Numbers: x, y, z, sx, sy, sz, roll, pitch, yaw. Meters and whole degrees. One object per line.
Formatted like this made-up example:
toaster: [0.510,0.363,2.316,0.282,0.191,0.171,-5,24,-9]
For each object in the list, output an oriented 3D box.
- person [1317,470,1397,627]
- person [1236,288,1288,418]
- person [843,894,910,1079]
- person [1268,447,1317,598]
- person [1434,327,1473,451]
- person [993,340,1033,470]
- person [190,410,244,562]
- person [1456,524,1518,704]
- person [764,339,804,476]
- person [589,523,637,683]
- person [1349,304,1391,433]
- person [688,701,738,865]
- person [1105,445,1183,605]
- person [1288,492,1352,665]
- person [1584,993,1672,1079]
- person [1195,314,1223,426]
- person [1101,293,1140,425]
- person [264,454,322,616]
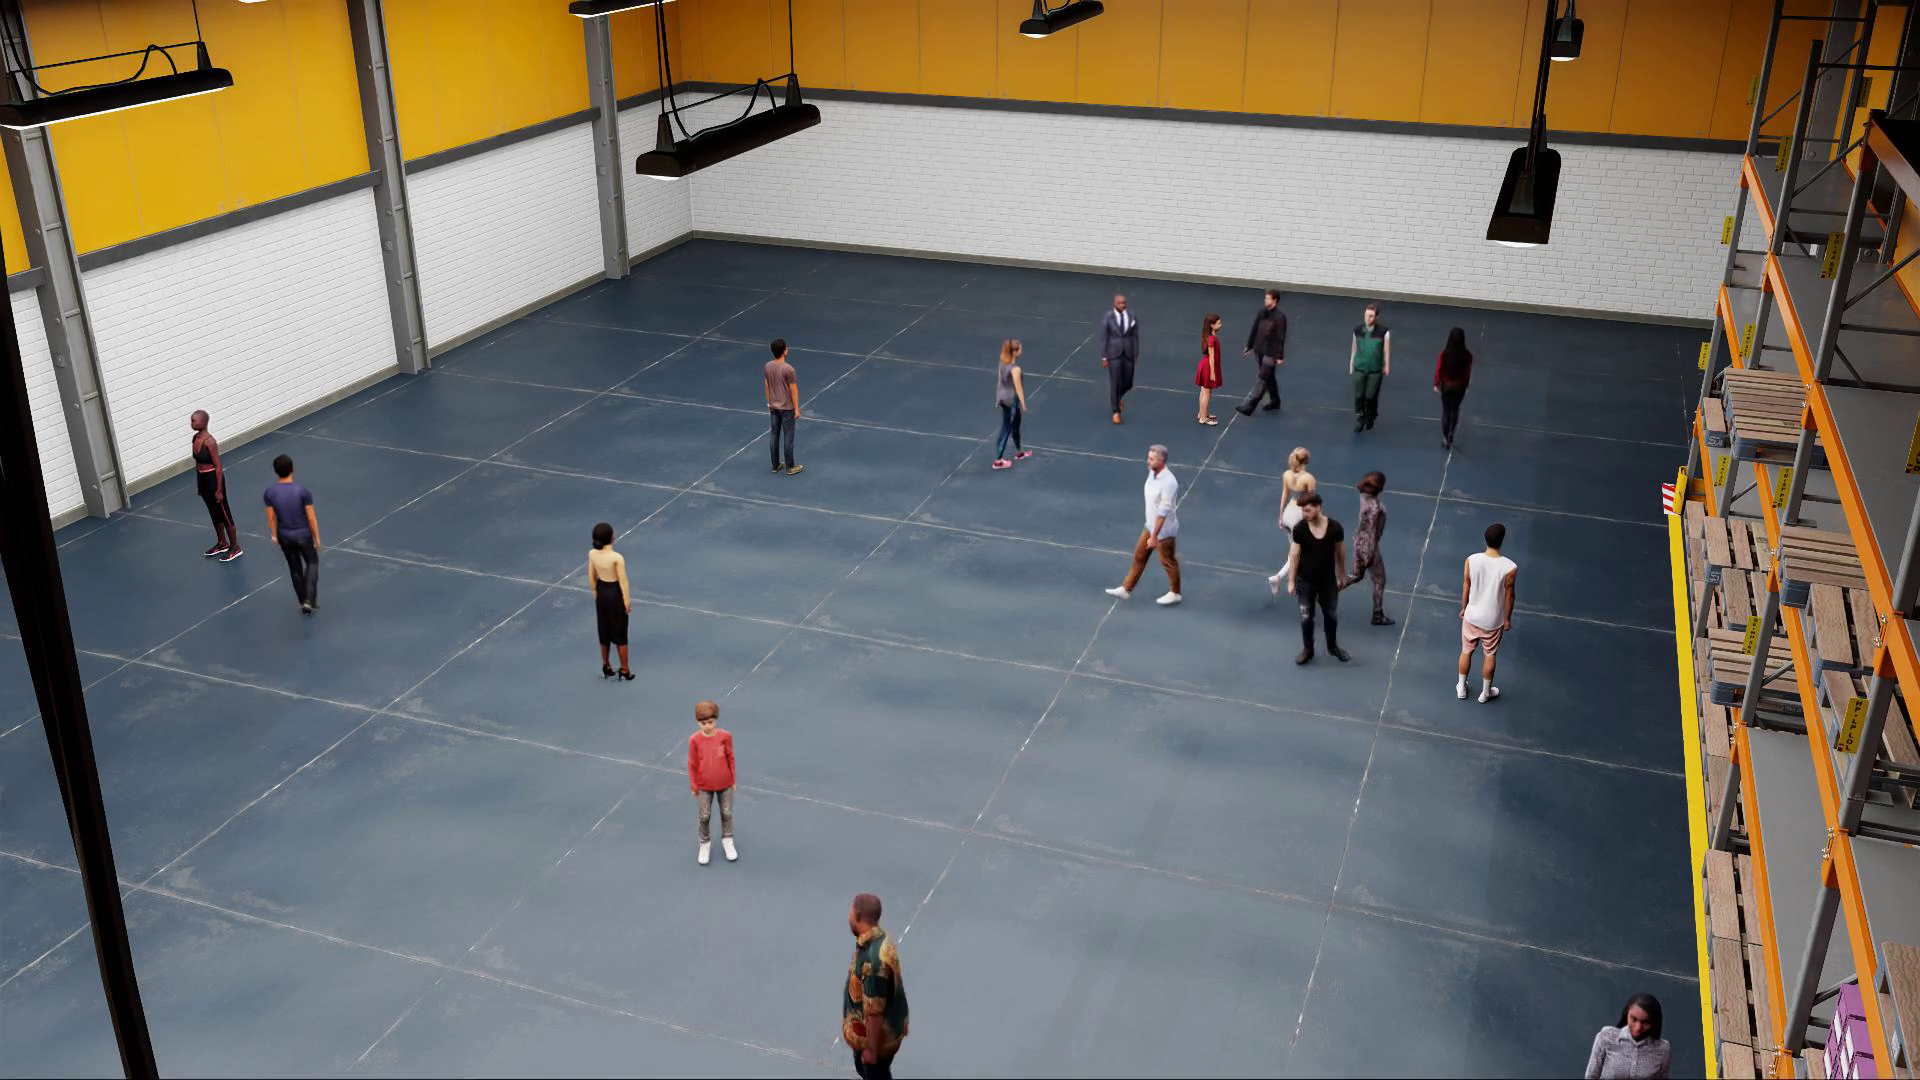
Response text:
person: [4.134,0.086,17.225,0.901,1.692,1.064,0,24,1]
person: [4.372,-2.620,23.281,1.218,1.799,1.156,-11,26,-23]
person: [-0.528,3.047,10.342,0.897,1.780,0.803,-13,27,-27]
person: [3.555,-0.166,17.807,1.013,1.688,0.844,-19,30,-37]
person: [6.538,-1.971,21.996,0.659,1.640,0.672,2,24,4]
person: [0.562,-1.723,21.350,0.982,1.702,0.901,-13,27,-27]
person: [-8.437,-0.635,18.793,0.644,1.758,0.612,16,28,32]
person: [4.954,0.694,15.713,0.674,1.789,0.626,13,27,27]
person: [-2.278,-1.704,21.211,0.656,1.779,0.587,12,26,26]
person: [-3.381,0.598,16.103,0.573,1.653,0.554,10,26,22]
person: [5.579,-2.344,22.619,0.716,1.823,0.707,13,27,27]
person: [-1.980,1.928,13.357,0.590,1.416,0.617,-6,24,-13]
person: [2.199,-0.138,17.616,1.143,1.789,1.111,-9,25,-19]
person: [3.548,0.378,16.364,0.893,1.847,0.750,-2,24,-4]
person: [3.844,3.360,9.693,0.585,1.725,0.518,9,25,20]
person: [3.451,-2.386,23.052,0.690,1.554,0.629,0,24,1]
person: [2.207,-2.566,23.150,0.928,1.805,1.022,-4,24,-9]
person: [-6.941,0.003,17.306,0.833,1.779,0.910,-5,24,-11]
